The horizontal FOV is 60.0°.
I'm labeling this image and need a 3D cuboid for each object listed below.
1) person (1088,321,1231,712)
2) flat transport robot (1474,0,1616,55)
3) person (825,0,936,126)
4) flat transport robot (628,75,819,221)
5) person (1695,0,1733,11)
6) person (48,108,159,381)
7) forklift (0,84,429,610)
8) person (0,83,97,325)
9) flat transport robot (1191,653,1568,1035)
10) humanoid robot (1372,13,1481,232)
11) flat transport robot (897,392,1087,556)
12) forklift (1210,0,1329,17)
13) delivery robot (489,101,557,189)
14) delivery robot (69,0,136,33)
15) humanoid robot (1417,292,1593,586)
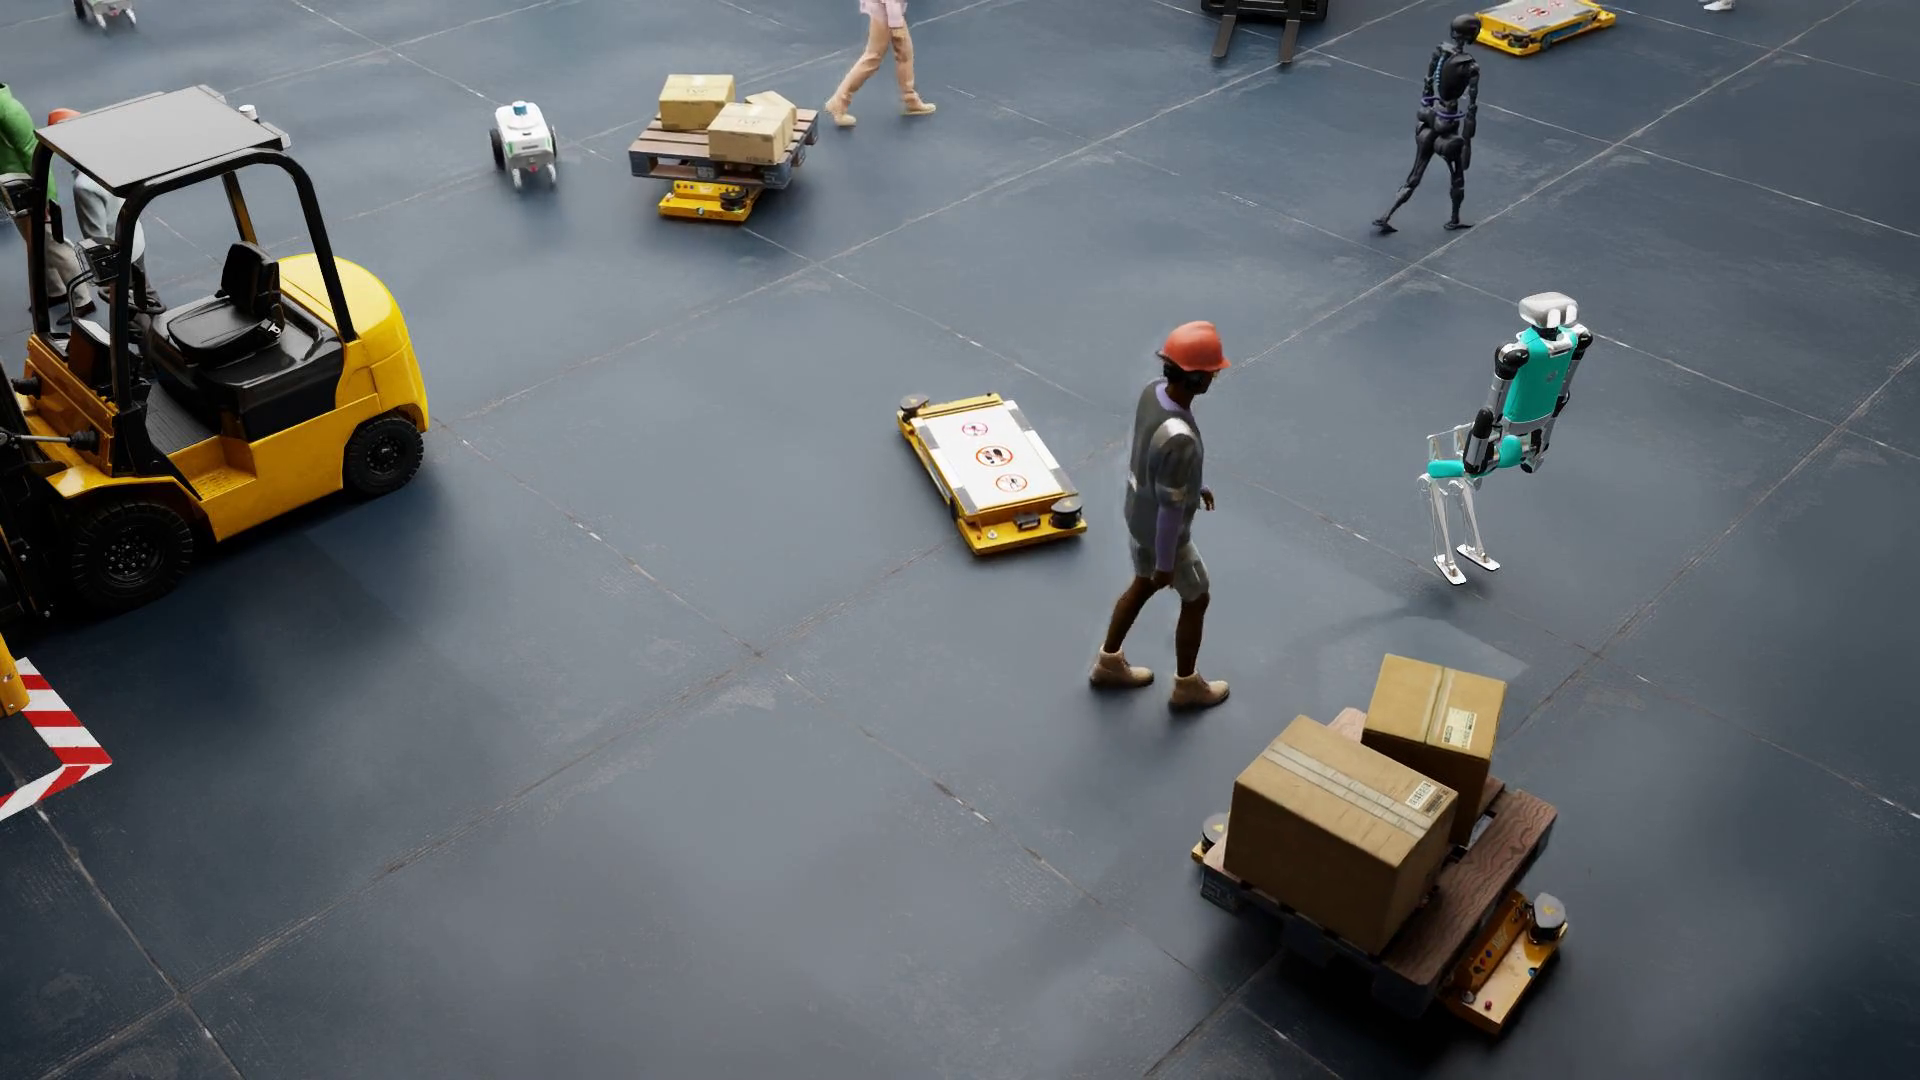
[{"bbox_3d":[0.936,-0.098,7.674,0.655,2.008,0.615,-7,37,-9],"label":"person"},{"bbox_3d":[5.390,-4.816,15.444,1.431,0.231,0.659,-25,43,-29],"label":"flat transport robot"},{"bbox_3d":[-0.674,-4.238,13.450,0.891,1.741,0.565,-3,37,-4],"label":"person"},{"bbox_3d":[-1.787,-2.865,12.832,0.659,0.231,1.431,7,37,9],"label":"flat transport robot"},{"bbox_3d":[7.246,-5.771,15.590,0.423,1.609,0.531,5,37,7],"label":"person"},{"bbox_3d":[-5.187,-1.800,10.178,0.351,1.738,0.572,-4,37,-6],"label":"person"},{"bbox_3d":[-4.145,-1.093,8.856,2.313,2.155,1.214,-31,47,-34],"label":"forklift"},{"bbox_3d":[-6.055,-2.254,10.749,0.551,1.781,0.384,23,43,28],"label":"person"},{"bbox_3d":[1.756,1.464,7.037,1.431,0.231,0.659,27,44,31],"label":"flat transport robot"},{"bbox_3d":[3.415,-2.937,11.813,0.791,1.643,0.615,-14,39,-18],"label":"humanoid robot"},{"bbox_3d":[0.159,-0.435,9.579,0.659,0.231,1.431,-12,38,-15],"label":"flat transport robot"},{"bbox_3d":[3.106,-6.400,15.960,1.214,2.155,2.313,8,37,10],"label":"forklift"},{"bbox_3d":[-3.383,-3.106,12.932,0.499,0.614,0.814,-12,39,-16],"label":"delivery robot"},{"bbox_3d":[-8.068,-5.148,15.628,0.499,0.570,0.746,-25,43,-29],"label":"delivery robot"},{"bbox_3d":[2.660,-0.575,8.429,0.533,1.677,0.735,-17,40,-21],"label":"humanoid robot"}]
